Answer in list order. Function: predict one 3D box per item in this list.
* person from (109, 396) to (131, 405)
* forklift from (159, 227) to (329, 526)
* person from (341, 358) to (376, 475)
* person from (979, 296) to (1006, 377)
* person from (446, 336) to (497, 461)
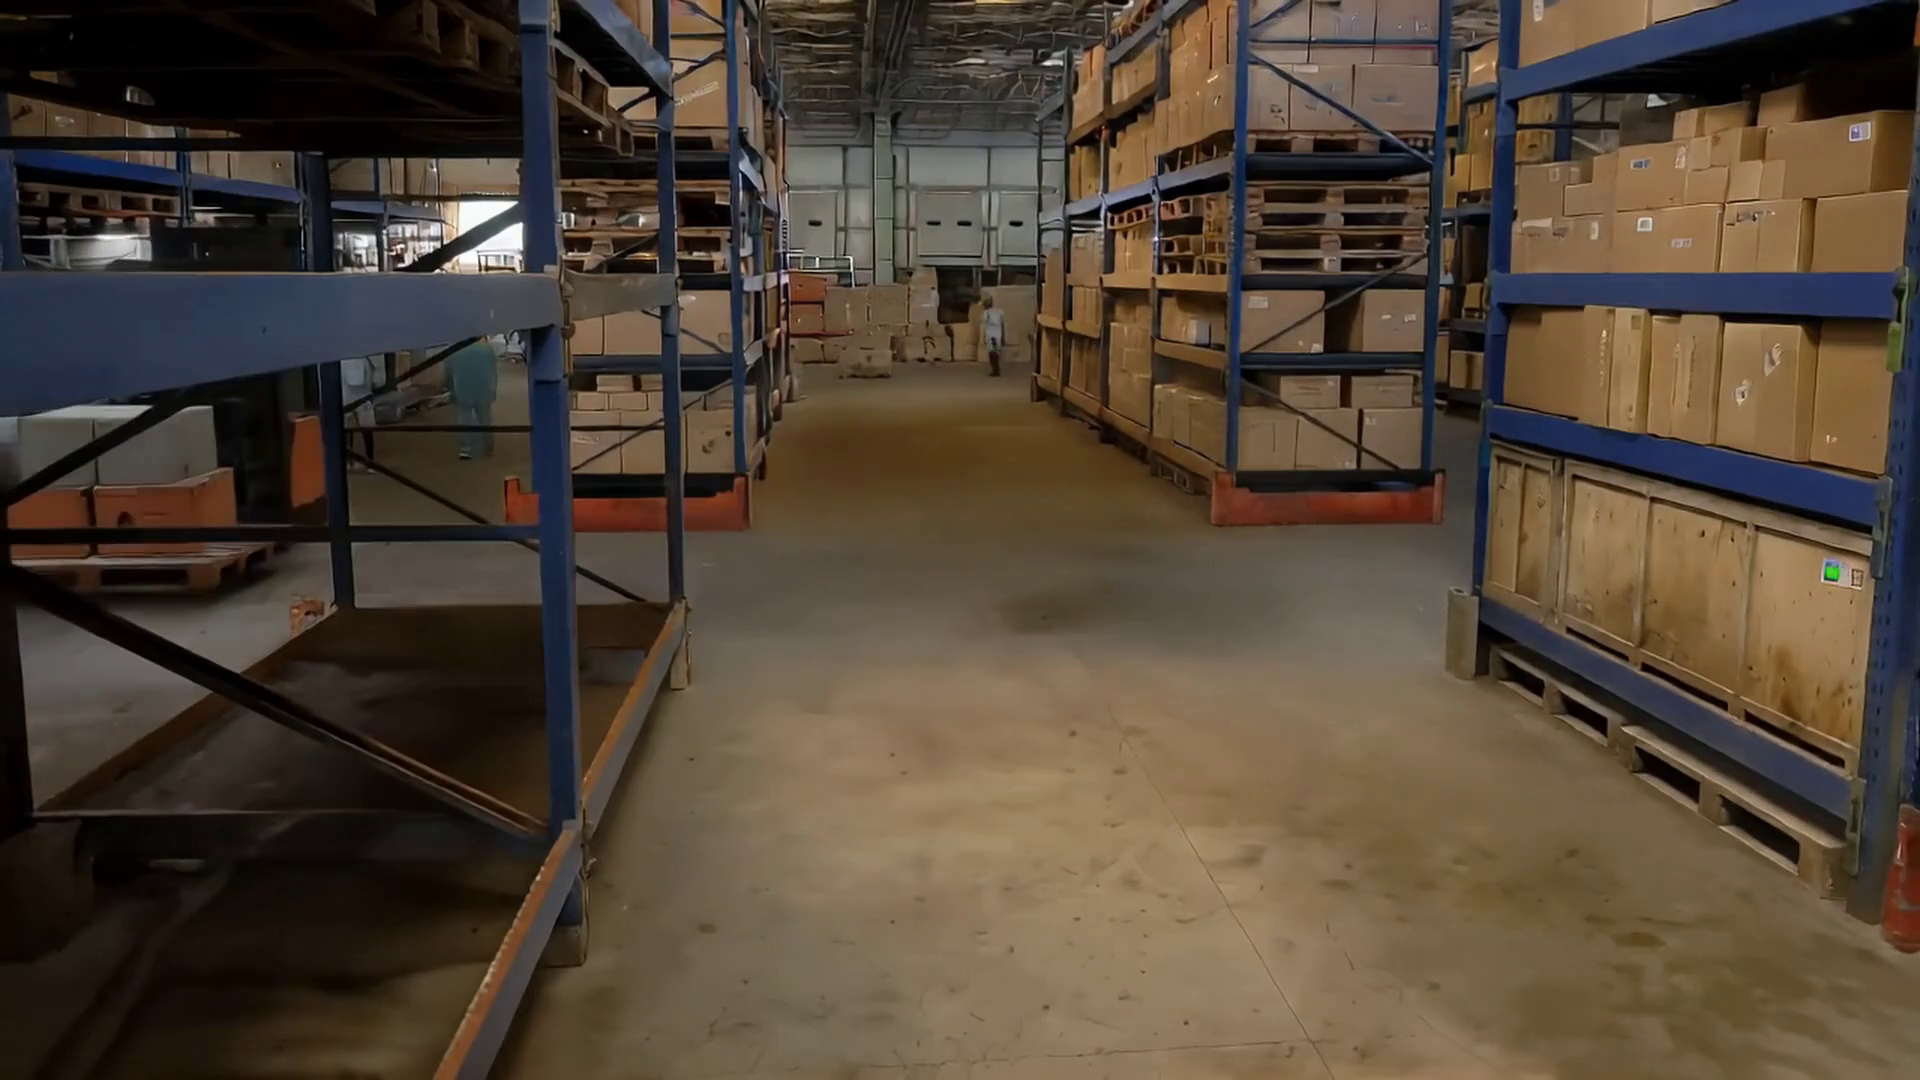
[{"bbox_3d":[-14.953,-3.335,29.699,0.535,2.000,0.684,5,10,27],"label":"person"},{"bbox_3d":[-6.532,-1.396,14.898,1.129,2.768,1.873,-1,9,-4],"label":"forklift"},{"bbox_3d":[-7.297,-1.624,20.030,0.535,1.697,0.322,-5,10,-30],"label":"person"},{"bbox_3d":[0.764,-4.808,39.302,0.623,1.917,0.720,-9,13,-44],"label":"person"},{"bbox_3d":[-6.358,-1.987,21.658,0.652,1.906,0.402,-5,10,-29],"label":"person"}]
